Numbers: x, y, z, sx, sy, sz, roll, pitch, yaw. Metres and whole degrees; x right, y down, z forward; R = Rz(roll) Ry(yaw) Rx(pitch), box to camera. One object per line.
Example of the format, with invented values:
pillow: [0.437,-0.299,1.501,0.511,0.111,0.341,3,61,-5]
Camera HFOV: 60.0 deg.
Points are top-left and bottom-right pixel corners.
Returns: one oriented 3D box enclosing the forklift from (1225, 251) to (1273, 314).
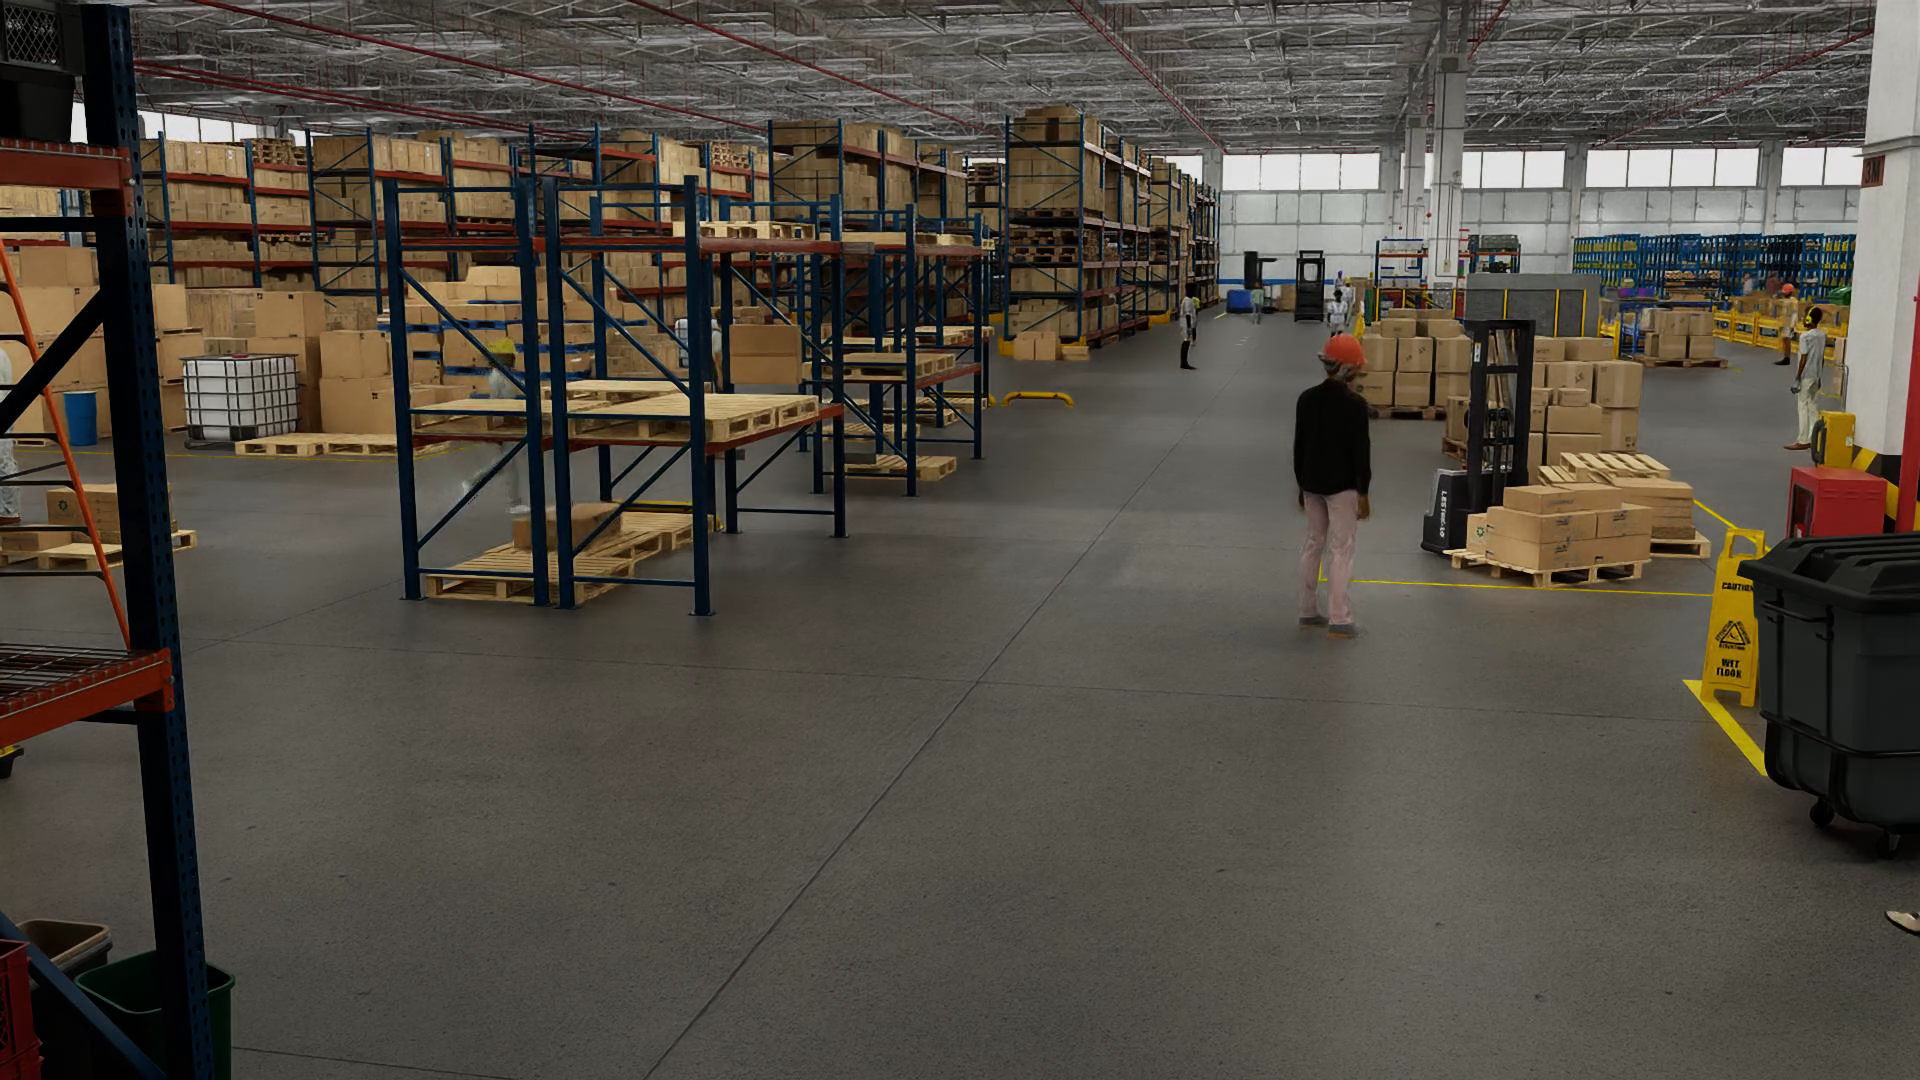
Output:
forklift: [12.929,-11.493,74.265,1.873,2.768,1.129,-2,10,-9]

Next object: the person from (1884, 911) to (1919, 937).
person: [3.738,0.666,5.667,0.911,1.717,0.529,1,10,6]

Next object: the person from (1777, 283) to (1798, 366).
person: [19.341,-5.042,38.909,0.414,1.919,0.624,1,10,3]

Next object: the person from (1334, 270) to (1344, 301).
person: [18.255,-12.000,80.070,0.601,1.940,0.411,-5,11,-29]

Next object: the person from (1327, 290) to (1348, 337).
person: [10.042,-5.819,44.296,0.531,1.665,0.867,1,10,7]

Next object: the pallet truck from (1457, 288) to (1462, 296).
pallet truck: [20.506,-9.785,68.819,0.653,1.274,1.630,2,10,12]

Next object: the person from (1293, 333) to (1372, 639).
person: [2.464,-0.357,10.940,0.395,1.992,0.622,-6,11,-33]

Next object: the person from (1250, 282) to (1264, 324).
person: [11.310,-9.017,63.395,0.502,1.604,0.738,4,10,21]

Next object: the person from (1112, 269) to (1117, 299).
person: [8.696,-14.179,93.002,0.410,1.917,0.564,0,10,-2]

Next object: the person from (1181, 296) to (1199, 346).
person: [6.599,-6.407,47.655,0.532,1.694,0.319,7,12,37]

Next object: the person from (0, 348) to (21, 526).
person: [-8.921,-1.078,15.373,0.372,1.940,0.631,-5,11,-25]

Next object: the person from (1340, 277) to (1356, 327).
person: [14.211,-8.722,60.990,0.622,1.816,0.430,2,10,10]

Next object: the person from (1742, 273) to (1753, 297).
person: [33.534,-10.438,71.021,0.984,1.866,0.665,6,11,32]

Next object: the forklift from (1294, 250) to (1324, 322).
forklift: [13.778,-10.002,65.433,1.129,2.768,1.873,2,10,12]

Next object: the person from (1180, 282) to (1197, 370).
person: [5.096,-4.776,37.190,0.370,1.965,0.608,0,10,2]

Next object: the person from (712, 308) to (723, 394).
person: [-3.158,-2.172,22.126,0.342,1.845,0.506,0,10,2]

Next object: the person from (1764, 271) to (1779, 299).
person: [36.434,-11.097,74.622,0.621,1.971,0.608,2,10,10]

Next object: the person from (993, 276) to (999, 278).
person: [1.956,-13.896,91.632,0.626,1.814,0.531,1,10,8]

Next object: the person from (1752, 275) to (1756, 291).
person: [37.475,-11.715,78.803,0.572,1.797,0.983,1,10,6]

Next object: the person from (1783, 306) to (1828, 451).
person: [10.977,-2.088,21.549,0.513,1.876,0.328,-6,11,-31]

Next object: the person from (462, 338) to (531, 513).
person: [-4.513,-1.106,16.205,0.660,1.722,0.487,-1,10,-4]

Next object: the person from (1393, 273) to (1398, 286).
person: [23.062,-13.257,88.127,0.496,1.731,0.372,-4,10,-22]

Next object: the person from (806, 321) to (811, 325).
person: [-5.235,-9.056,62.494,1.071,1.990,0.626,0,10,1]

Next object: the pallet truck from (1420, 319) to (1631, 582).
pallet truck: [4.543,-0.757,13.299,0.823,1.965,1.885,-4,10,-22]
